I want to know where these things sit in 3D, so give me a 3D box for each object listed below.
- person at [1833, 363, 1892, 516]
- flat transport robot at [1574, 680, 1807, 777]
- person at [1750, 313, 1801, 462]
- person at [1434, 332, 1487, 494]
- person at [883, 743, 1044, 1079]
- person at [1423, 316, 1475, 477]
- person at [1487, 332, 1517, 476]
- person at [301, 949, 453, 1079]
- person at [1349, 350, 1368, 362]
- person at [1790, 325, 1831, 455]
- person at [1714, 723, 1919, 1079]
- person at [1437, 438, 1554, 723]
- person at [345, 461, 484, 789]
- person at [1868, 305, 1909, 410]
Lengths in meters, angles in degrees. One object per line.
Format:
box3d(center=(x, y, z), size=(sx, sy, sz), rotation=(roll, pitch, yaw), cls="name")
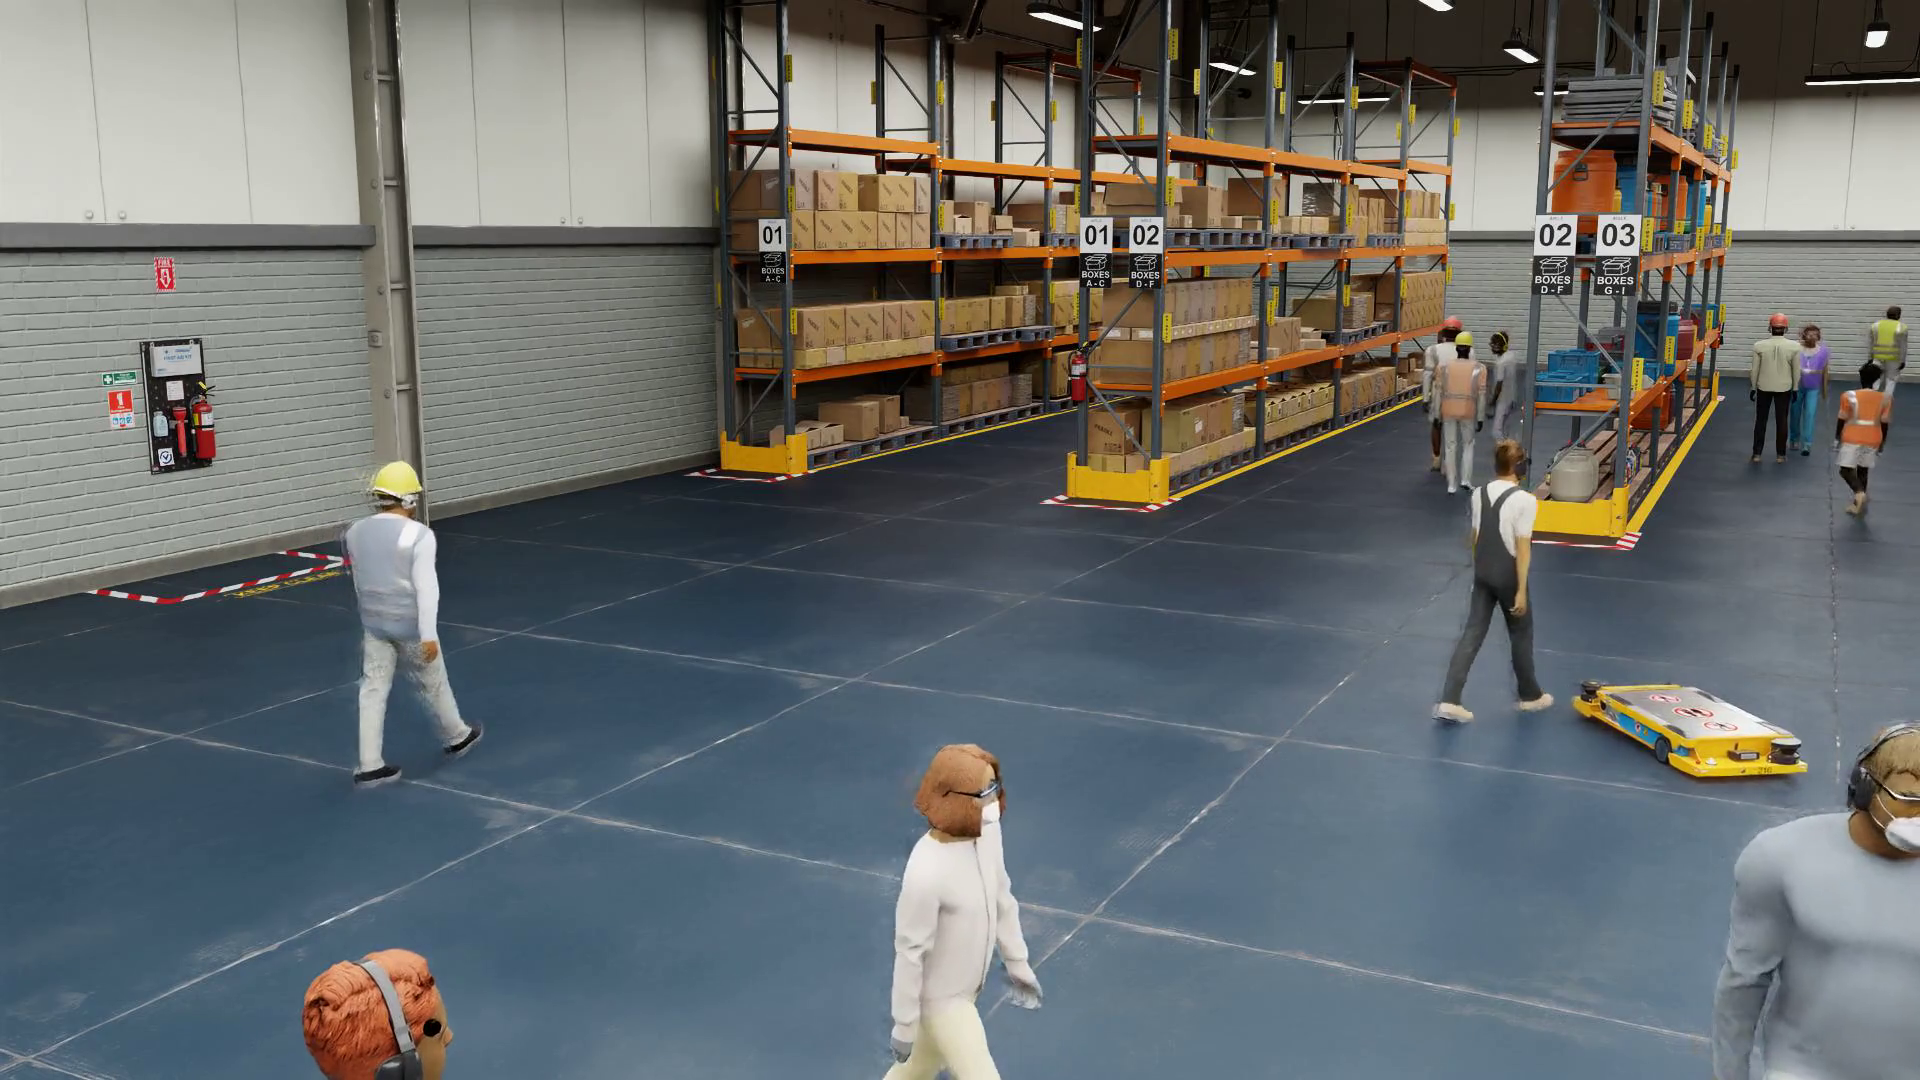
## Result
box3d(center=(9.681, -1.053, 17.804), size=(0.530, 1.679, 0.650), rotation=(1, 10, 5), cls="person")
box3d(center=(4.321, 1.098, 9.927), size=(0.652, 0.197, 1.431), rotation=(-1, 10, -7), cls="flat transport robot")
box3d(center=(10.934, -2.041, 22.335), size=(0.612, 1.997, 0.375), rotation=(5, 11, 24), cls="person")
box3d(center=(5.896, -1.502, 19.656), size=(0.588, 1.908, 0.567), rotation=(3, 11, 18), cls="person")
box3d(center=(-0.020, 1.355, 4.972), size=(0.902, 1.580, 0.500), rotation=(4, 11, 20), cls="person")
box3d(center=(6.212, -1.830, 21.131), size=(0.626, 2.008, 0.842), rotation=(3, 11, 16), cls="person")
box3d(center=(6.905, -1.738, 21.165), size=(0.336, 1.830, 0.667), rotation=(6, 12, 31), cls="person")
box3d(center=(-0.942, 1.597, 2.813), size=(0.573, 1.883, 0.355), rotation=(7, 13, 35), cls="person")
box3d(center=(8.017, -4.080, 33.657), size=(0.552, 1.919, 0.443), rotation=(7, 12, 33), cls="person")
box3d(center=(11.800, -2.098, 23.209), size=(0.578, 1.792, 0.993), rotation=(4, 11, 22), cls="person")
box3d(center=(2.159, 1.373, 3.955), size=(0.652, 1.904, 0.873), rotation=(3, 11, 17), cls="person")
box3d(center=(3.366, 0.253, 10.390), size=(0.988, 1.798, 0.531), rotation=(-7, 12, -32), cls="person")
box3d(center=(-3.109, 0.443, 9.362), size=(0.621, 1.779, 0.915), rotation=(4, 11, 21), cls="person")
box3d(center=(16.047, -3.139, 28.785), size=(0.526, 1.829, 0.641), rotation=(-9, 14, -40), cls="person")
